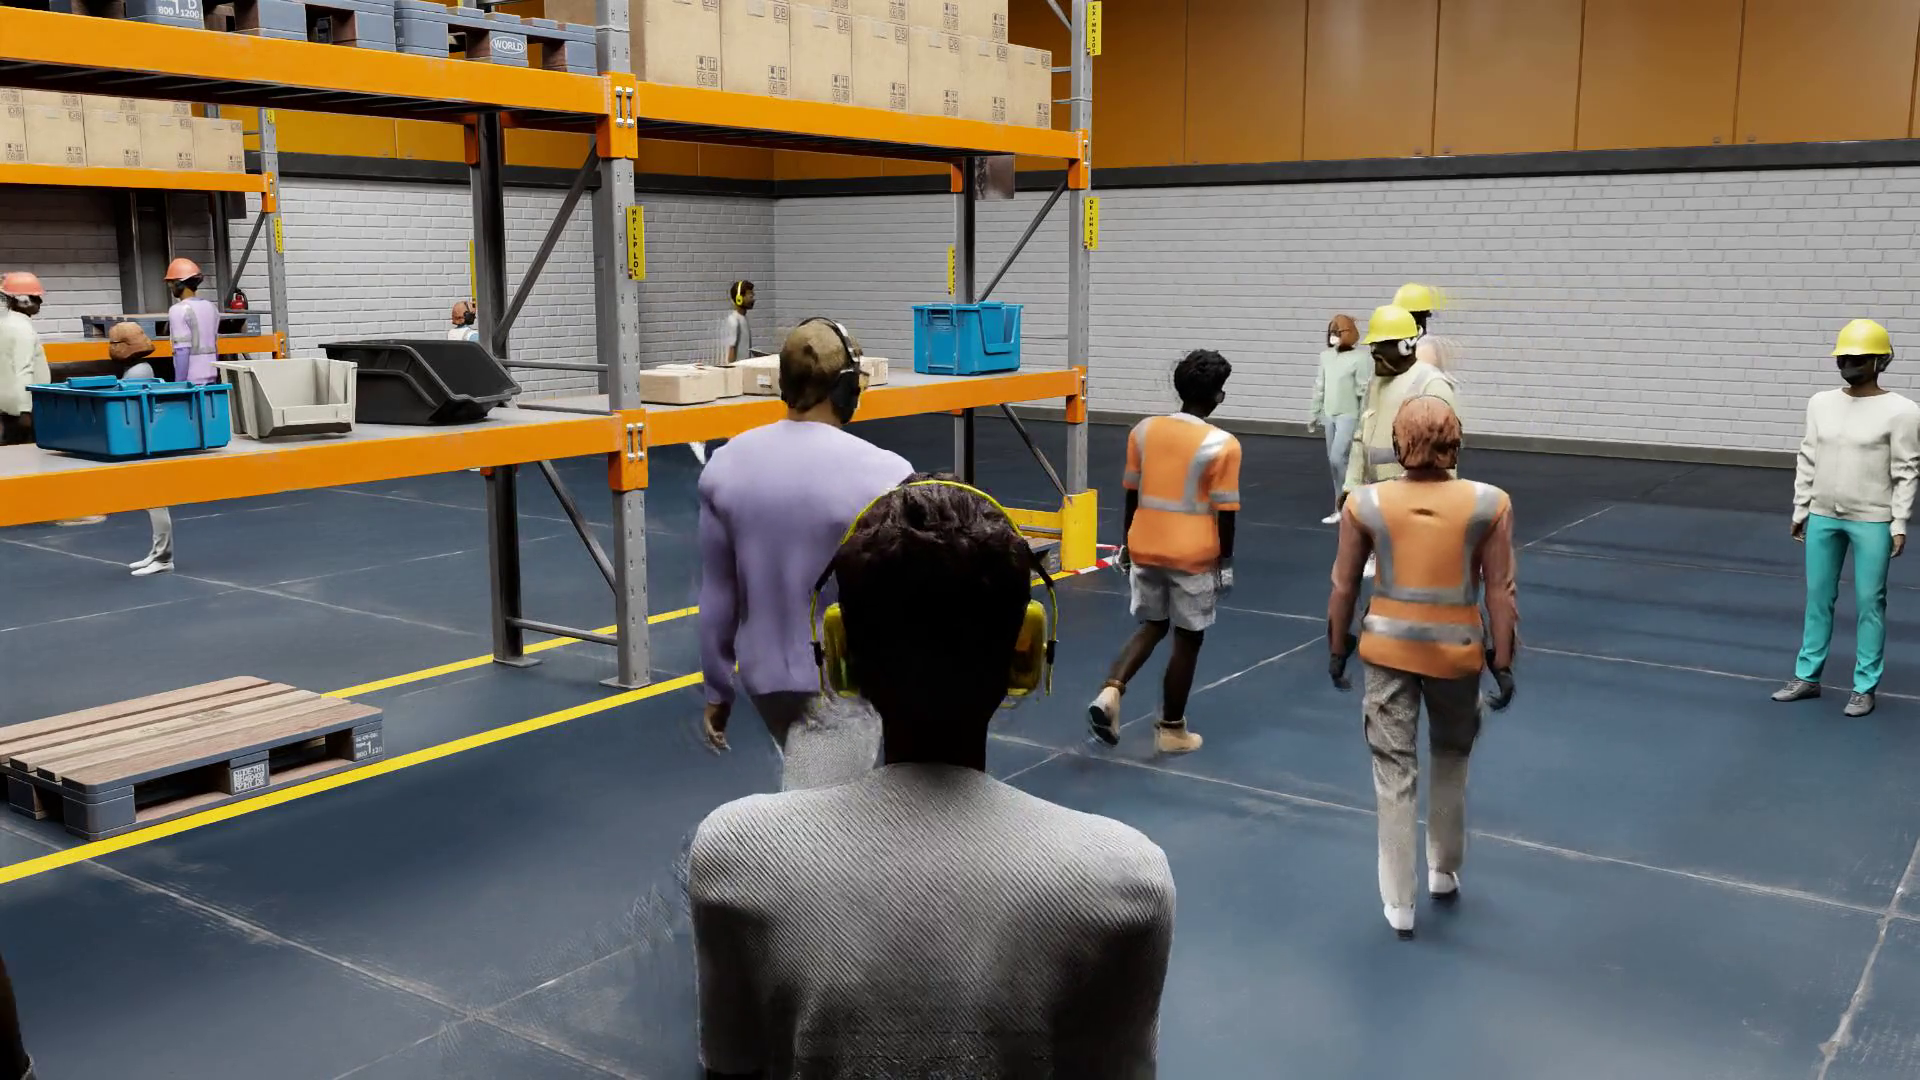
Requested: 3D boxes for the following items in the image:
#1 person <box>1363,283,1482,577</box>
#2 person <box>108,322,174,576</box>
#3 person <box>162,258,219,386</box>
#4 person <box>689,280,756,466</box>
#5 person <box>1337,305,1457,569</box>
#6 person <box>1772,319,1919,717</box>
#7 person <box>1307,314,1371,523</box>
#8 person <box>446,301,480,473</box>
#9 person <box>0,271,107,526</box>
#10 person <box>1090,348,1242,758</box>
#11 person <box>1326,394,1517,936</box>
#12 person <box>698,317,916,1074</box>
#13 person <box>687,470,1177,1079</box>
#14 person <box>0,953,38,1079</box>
[{"bbox_3d":[2.948,-0.667,10.464,0.902,1.893,0.591,1,10,7],"label":"person"},{"bbox_3d":[-5.284,-0.586,10.740,0.287,1.631,0.501,-4,10,-24],"label":"person"},{"bbox_3d":[-6.609,-1.391,14.314,0.391,2.040,0.615,1,10,5],"label":"person"},{"bbox_3d":[-2.215,-1.602,16.178,0.840,1.843,0.530,0,10,-3],"label":"person"},{"bbox_3d":[2.145,-0.252,8.244,0.643,1.800,0.605,-2,10,-14],"label":"person"},{"bbox_3d":[3.975,-0.098,7.435,0.324,1.769,0.523,-6,11,-32],"label":"person"},{"bbox_3d":[2.911,-0.914,12.756,0.376,1.619,0.506,-5,11,-28],"label":"person"},{"bbox_3d":[-4.723,-1.463,15.943,0.511,1.641,0.308,8,12,39],"label":"person"},{"bbox_3d":[-7.097,-1.035,12.487,1.007,1.956,0.625,-9,13,-42],"label":"person"},{"bbox_3d":[0.844,0.075,6.665,0.568,1.674,0.501,9,13,44],"label":"person"},{"bbox_3d":[1.404,0.362,5.112,0.554,1.613,0.616,2,10,13],"label":"person"},{"bbox_3d":[-0.348,0.373,4.299,0.653,1.885,1.040,6,11,31],"label":"person"},{"bbox_3d":[-0.043,0.850,1.659,0.528,1.825,0.938,1,10,5],"label":"person"},{"bbox_3d":[-1.488,0.743,2.011,0.611,1.920,0.996,0,10,2],"label":"person"}]
